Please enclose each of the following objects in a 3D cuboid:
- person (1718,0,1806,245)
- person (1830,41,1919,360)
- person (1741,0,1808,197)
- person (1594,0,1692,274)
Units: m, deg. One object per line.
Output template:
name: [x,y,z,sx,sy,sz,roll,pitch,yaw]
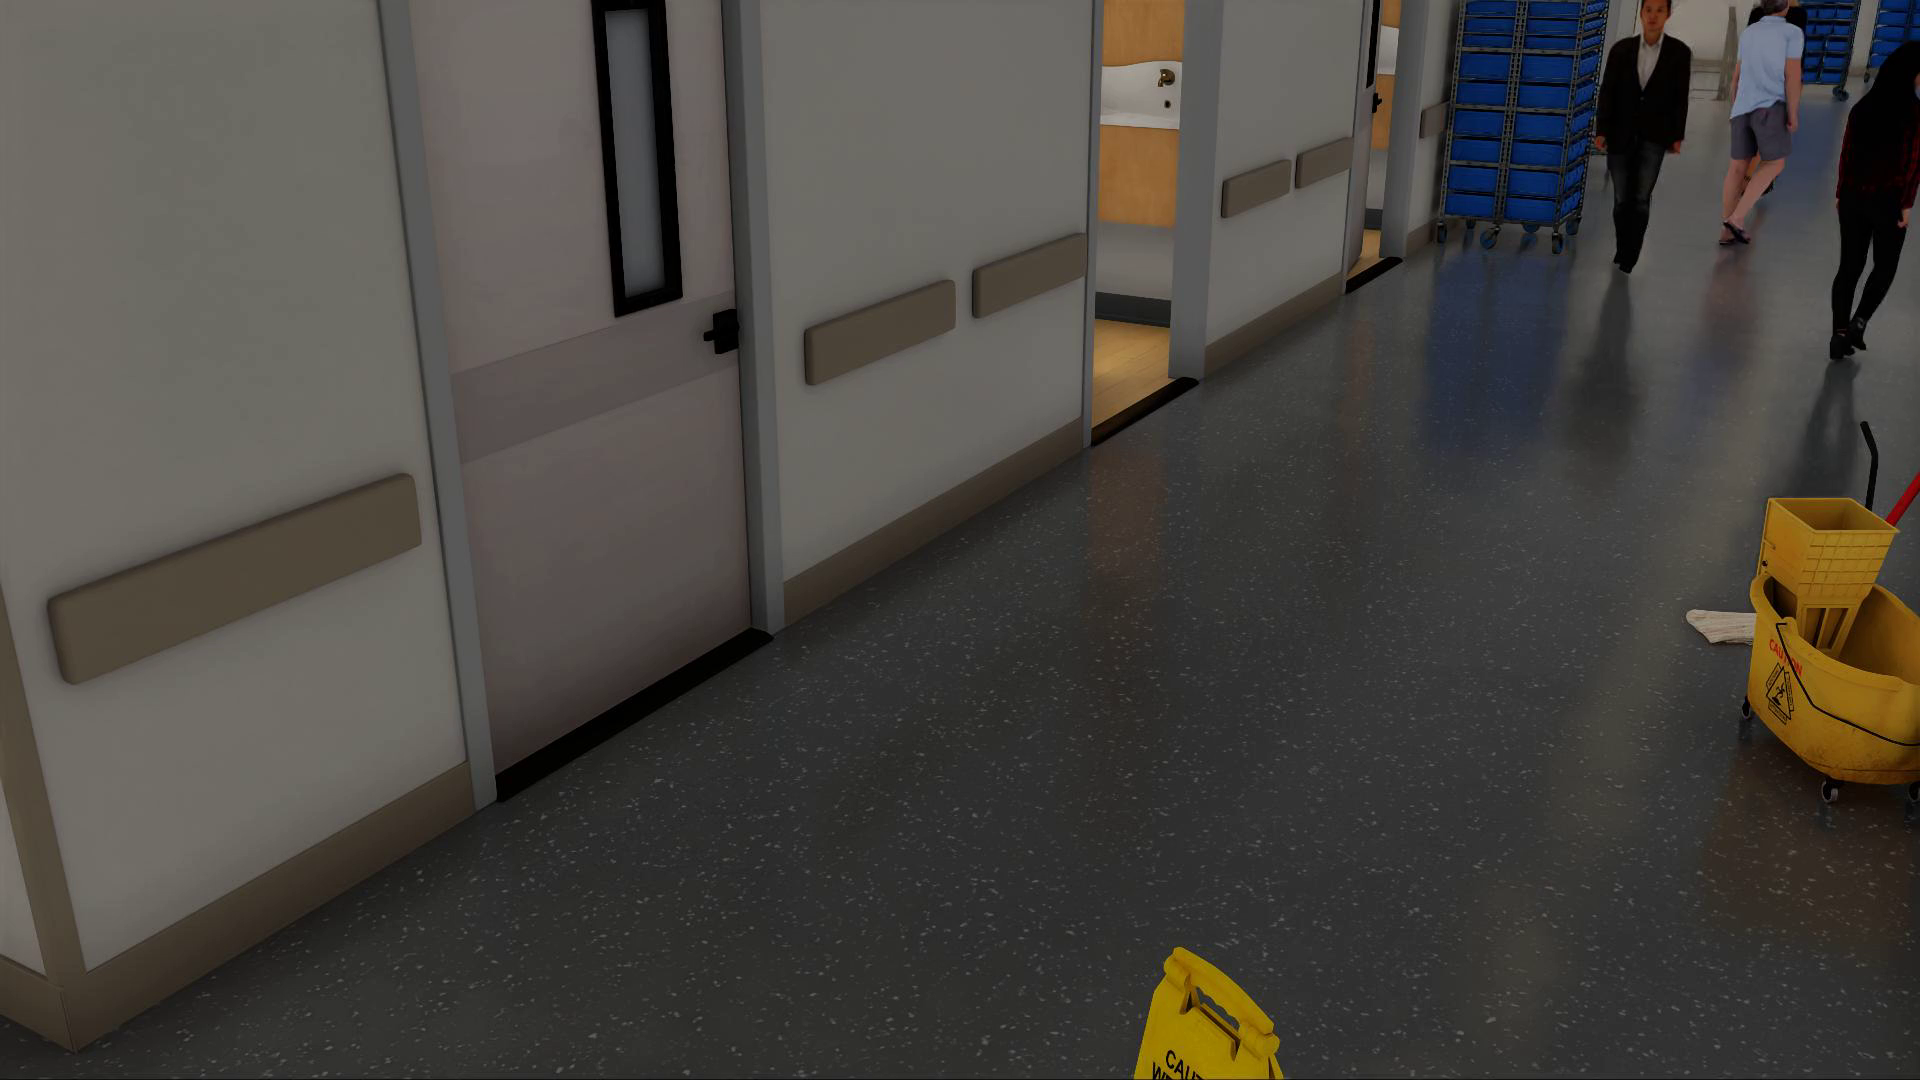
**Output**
person: [5.581,-2.984,11.712,0.869,1.822,0.840,-15,25,-34]
person: [4.727,-1.742,8.693,0.687,1.638,0.680,-15,26,-35]
person: [6.545,-3.622,13.459,0.797,1.779,1.245,17,27,38]
person: [4.452,-2.654,10.925,0.696,1.764,1.108,11,23,26]
